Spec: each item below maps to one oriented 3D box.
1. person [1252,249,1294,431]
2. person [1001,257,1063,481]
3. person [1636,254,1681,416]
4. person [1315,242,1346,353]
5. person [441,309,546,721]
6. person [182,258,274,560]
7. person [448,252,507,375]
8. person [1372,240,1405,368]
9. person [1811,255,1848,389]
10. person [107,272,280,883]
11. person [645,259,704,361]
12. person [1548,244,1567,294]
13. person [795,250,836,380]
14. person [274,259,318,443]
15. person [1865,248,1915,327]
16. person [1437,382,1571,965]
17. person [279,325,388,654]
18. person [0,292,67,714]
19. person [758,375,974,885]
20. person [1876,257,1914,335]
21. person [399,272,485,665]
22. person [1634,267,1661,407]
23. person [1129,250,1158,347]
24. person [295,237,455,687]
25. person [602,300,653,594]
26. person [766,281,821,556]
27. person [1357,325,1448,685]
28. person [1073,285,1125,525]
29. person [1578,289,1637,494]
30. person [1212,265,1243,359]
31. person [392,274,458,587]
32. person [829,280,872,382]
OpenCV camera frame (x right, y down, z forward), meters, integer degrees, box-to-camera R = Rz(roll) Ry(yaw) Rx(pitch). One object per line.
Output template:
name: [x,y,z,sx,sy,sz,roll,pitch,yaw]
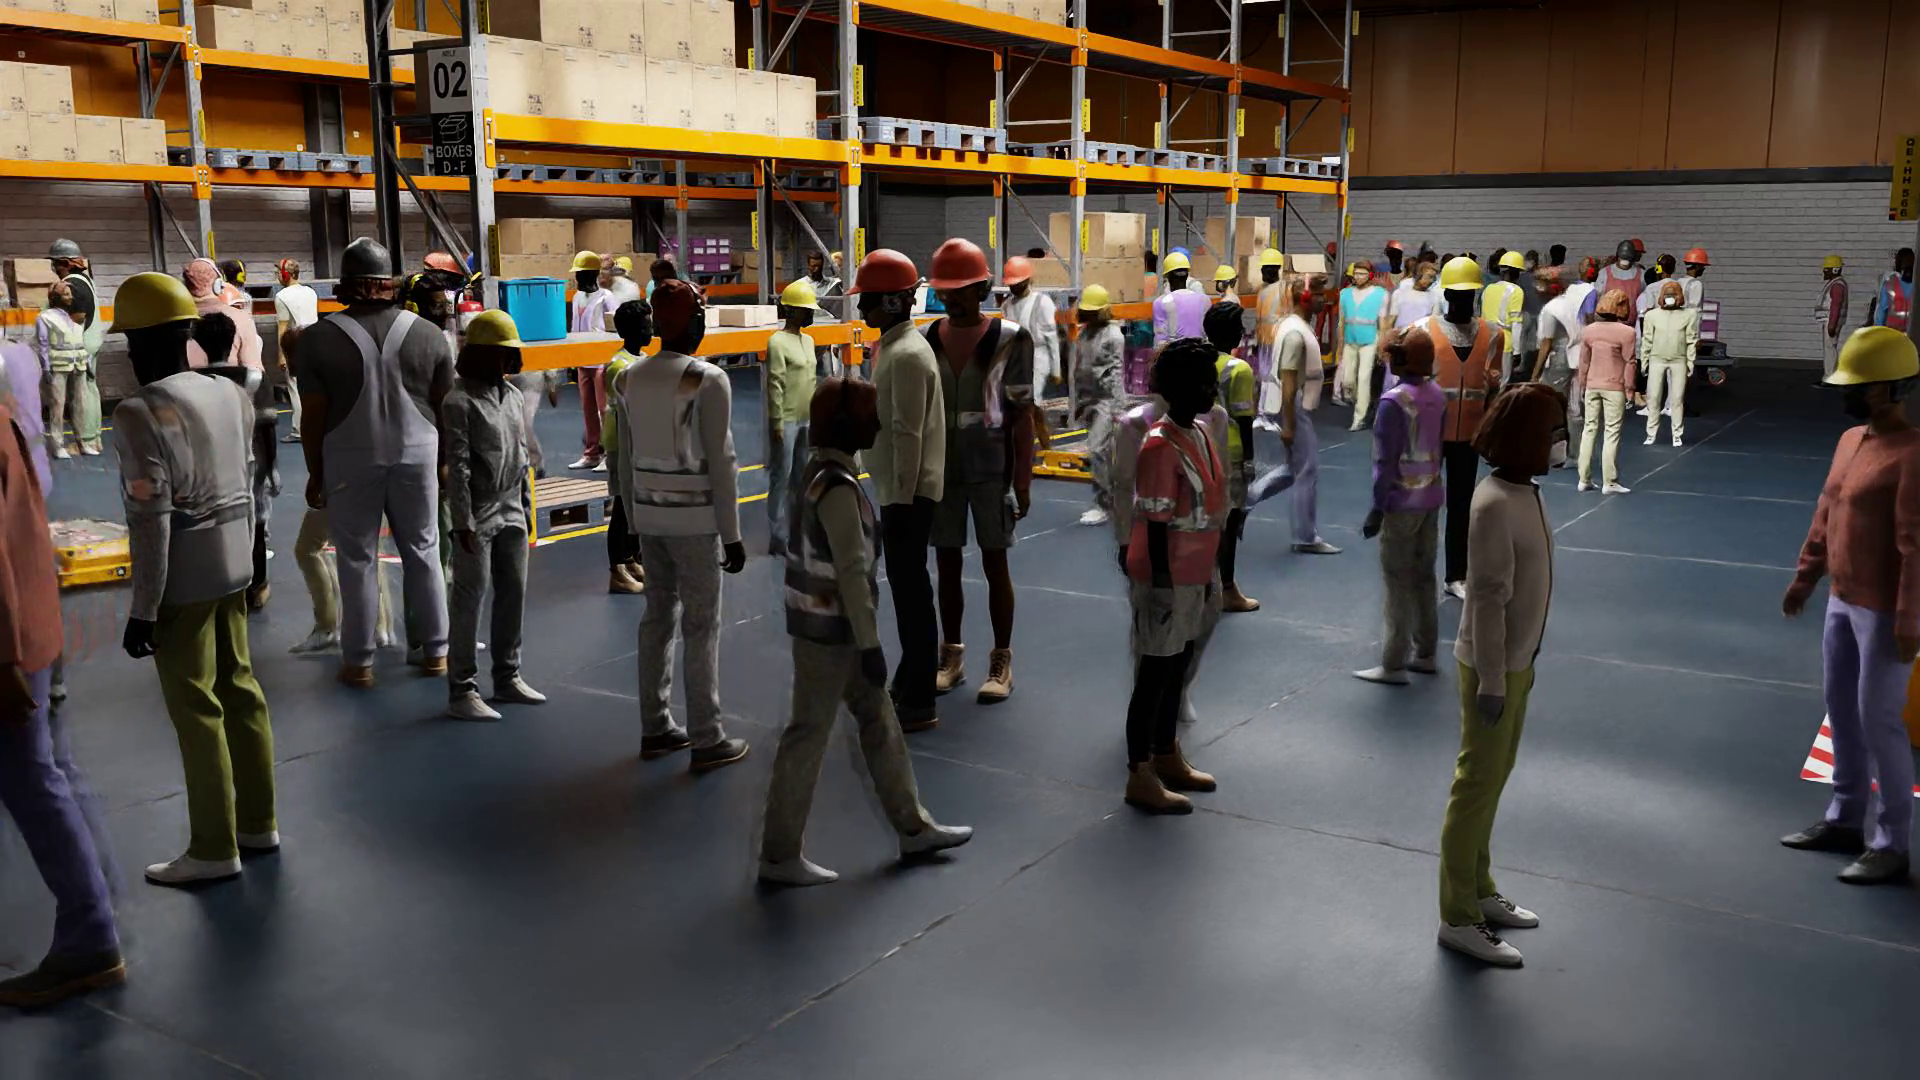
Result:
person: [3.310,-2.125,17.716,0.378,1.928,0.585,-5,11,-24]
person: [0.522,-1.425,13.969,0.896,1.874,0.565,-9,14,-41]
person: [8.089,-2.347,19.147,0.510,1.860,0.333,-1,10,-5]
person: [6.269,-4.051,28.242,0.633,1.984,0.419,-3,11,-14]
person: [-1.976,-0.108,7.092,0.322,1.737,0.490,5,11,24]
person: [-4.632,-0.788,10.356,0.641,1.913,0.407,-1,10,-5]
person: [-3.825,-1.354,13.392,0.391,1.948,0.605,5,11,24]
person: [6.776,-3.707,26.231,0.444,2.030,0.622,-10,14,-43]
person: [11.898,-2.977,22.742,0.403,1.824,0.591,4,11,23]
person: [-2.446,0.125,5.257,0.385,1.922,0.594,2,10,9]
person: [-2.533,-1.609,15.064,0.605,1.868,0.919,4,11,19]
person: [9.442,-3.730,26.531,0.368,1.958,0.599,4,11,22]
person: [-1.612,-2.301,18.761,0.604,1.906,0.410,-4,11,-20]
person: [-6.613,-1.884,16.648,0.394,1.836,0.560,3,11,15]
person: [12.728,-3.001,22.586,0.904,1.913,0.621,-4,11,-21]
person: [1.551,0.365,4.738,0.266,1.631,0.507,5,12,28]
person: [-3.117,-0.241,8.149,0.580,1.600,0.522,-2,10,-11]
person: [-4.073,-0.194,7.049,0.382,1.917,0.585,-2,10,-10]
person: [-0.296,0.295,5.211,0.789,1.602,0.545,-1,10,-6]
person: [12.088,-2.712,21.309,0.636,1.813,0.843,6,12,29]
person: [-2.519,-0.335,7.959,0.316,1.870,0.531,1,10,7]
person: [8.396,-2.470,20.269,0.320,1.697,0.532,9,14,41]
person: [2.463,-2.897,22.103,0.595,1.896,0.842,6,12,30]
person: [-2.679,-0.361,7.632,0.687,2.000,0.535,-6,12,-31]
person: [-1.886,-0.535,9.586,0.322,1.690,0.530,0,10,3]
person: [-1.052,-0.774,10.703,0.340,1.761,0.524,5,11,24]
person: [2.046,-0.157,7.617,0.314,1.639,0.521,9,14,42]
person: [0.998,-0.956,11.847,0.639,1.705,0.566,-7,12,-32]
person: [5.185,-1.185,13.325,0.266,1.631,0.507,-6,12,-31]
person: [2.829,-2.032,17.697,0.350,1.758,0.519,4,11,21]
person: [-3.104,-0.590,9.497,0.512,1.832,0.397,4,11,20]
person: [-1.141,-2.187,18.129,0.602,1.907,0.399,-6,12,-29]
